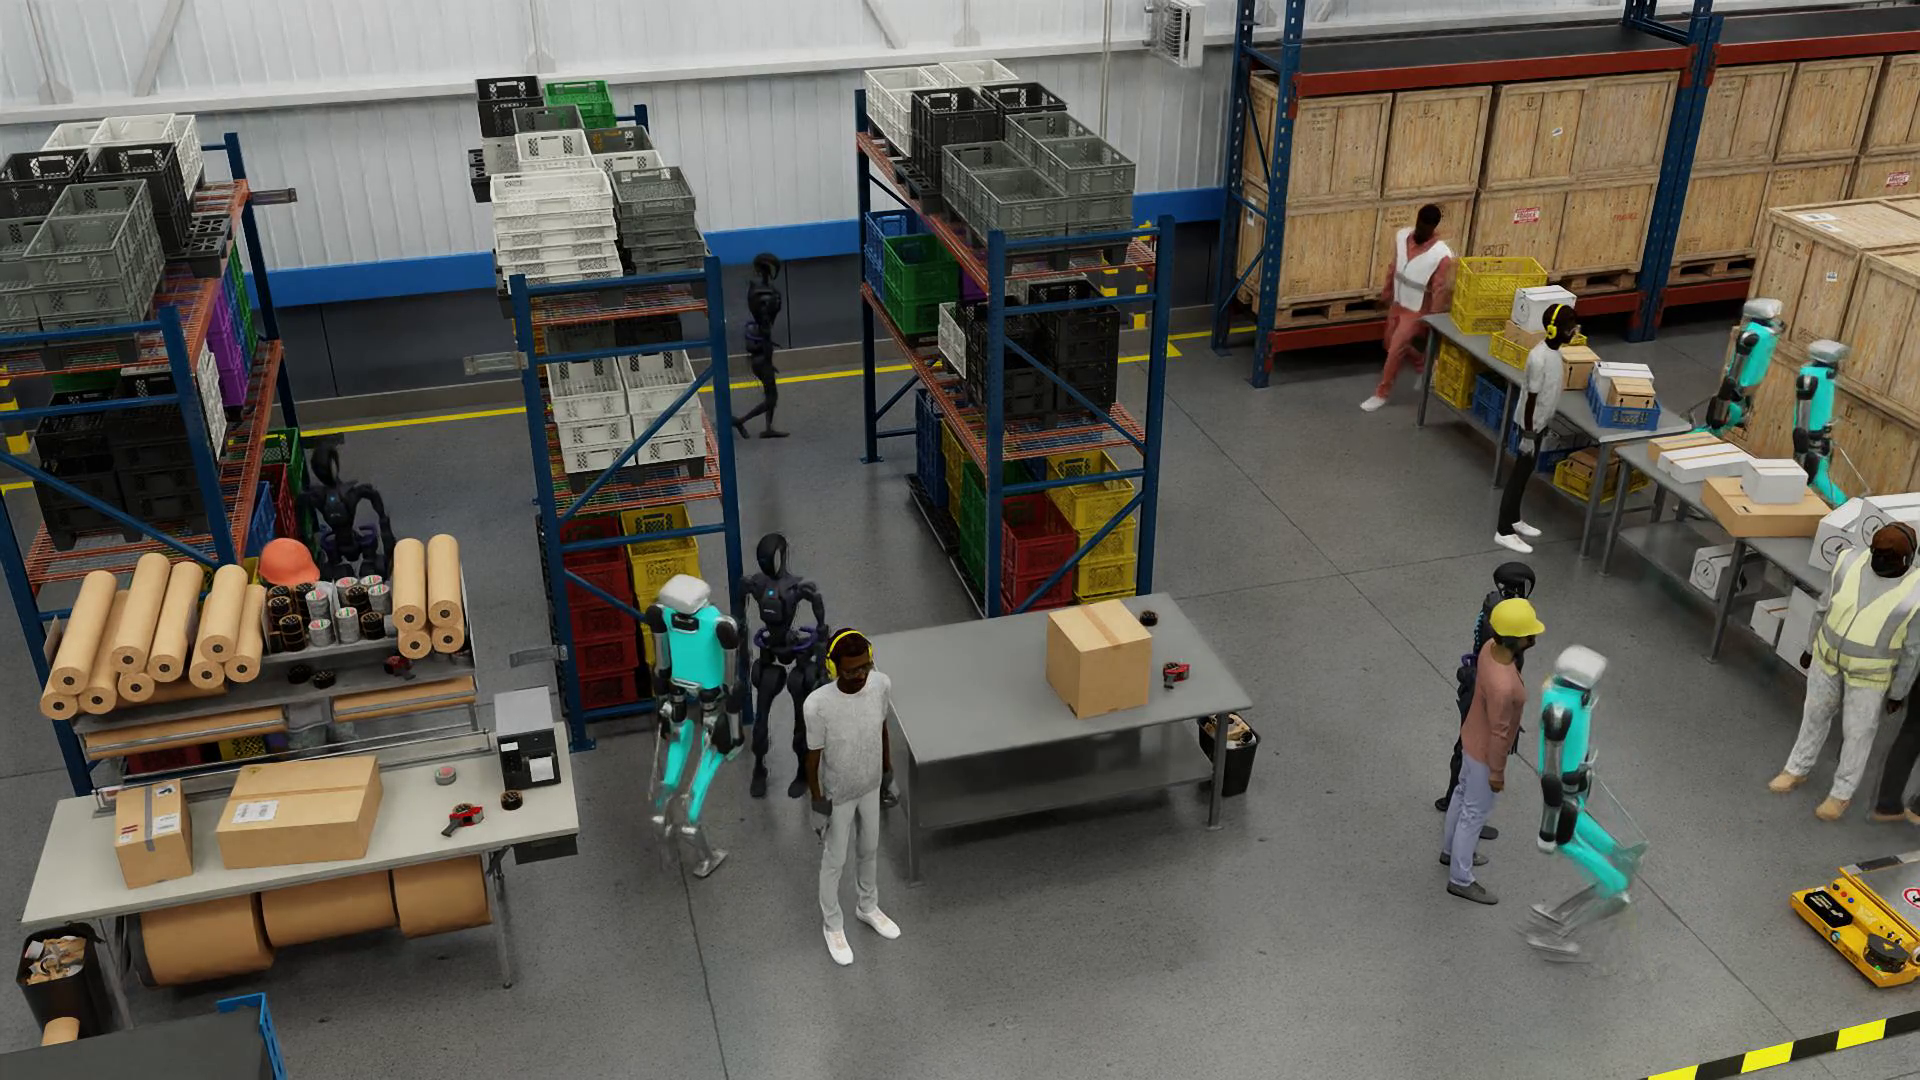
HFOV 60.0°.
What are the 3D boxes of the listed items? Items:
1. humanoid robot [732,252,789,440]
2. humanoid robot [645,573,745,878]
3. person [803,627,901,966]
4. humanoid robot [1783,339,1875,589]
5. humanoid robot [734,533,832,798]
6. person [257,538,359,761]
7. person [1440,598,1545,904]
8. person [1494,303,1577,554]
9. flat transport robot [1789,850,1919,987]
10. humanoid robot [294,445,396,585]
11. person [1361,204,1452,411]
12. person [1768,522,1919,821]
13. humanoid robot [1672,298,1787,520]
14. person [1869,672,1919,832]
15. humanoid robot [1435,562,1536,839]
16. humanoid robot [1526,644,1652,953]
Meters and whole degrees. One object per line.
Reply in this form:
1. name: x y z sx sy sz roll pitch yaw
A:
1. humanoid robot: -1.673 -1.564 13.553 0.494 1.642 0.608 -4 29 -7
2. humanoid robot: -1.446 1.074 8.667 0.532 1.787 0.675 12 31 20
3. person: -0.522 1.251 8.224 0.505 1.872 0.329 -21 35 -33
4. humanoid robot: 6.029 -0.440 11.510 0.764 1.838 0.546 24 37 36
5. humanoid robot: -0.985 0.728 9.371 0.596 1.652 0.381 5 29 10
6. person: -3.365 0.887 8.711 0.393 2.038 0.613 16 33 27
7. person: 2.758 1.076 8.645 0.307 1.772 0.524 4 29 7
8. person: 4.168 -0.825 12.000 0.332 1.872 0.507 16 33 27
9. flat transport robot: 5.163 1.916 8.676 1.431 0.231 0.659 -8 30 -14
10. humanoid robot: -3.836 0.127 10.534 0.610 1.636 0.784 -7 29 -12
11. person: 3.853 -1.990 14.119 0.713 1.863 0.679 -13 31 -23
12. person: 4.979 0.713 9.246 0.429 1.834 0.630 -17 33 -28
13. humanoid robot: 5.633 -1.020 12.438 0.544 1.746 0.693 -22 36 -34
14. person: 5.426 0.819 9.067 0.543 1.816 0.497 -5 29 -8
15. humanoid robot: 2.907 0.851 9.135 0.315 1.657 0.599 -2 29 -4
16. humanoid robot: 3.115 1.316 8.103 0.735 1.677 0.533 16 32 26
